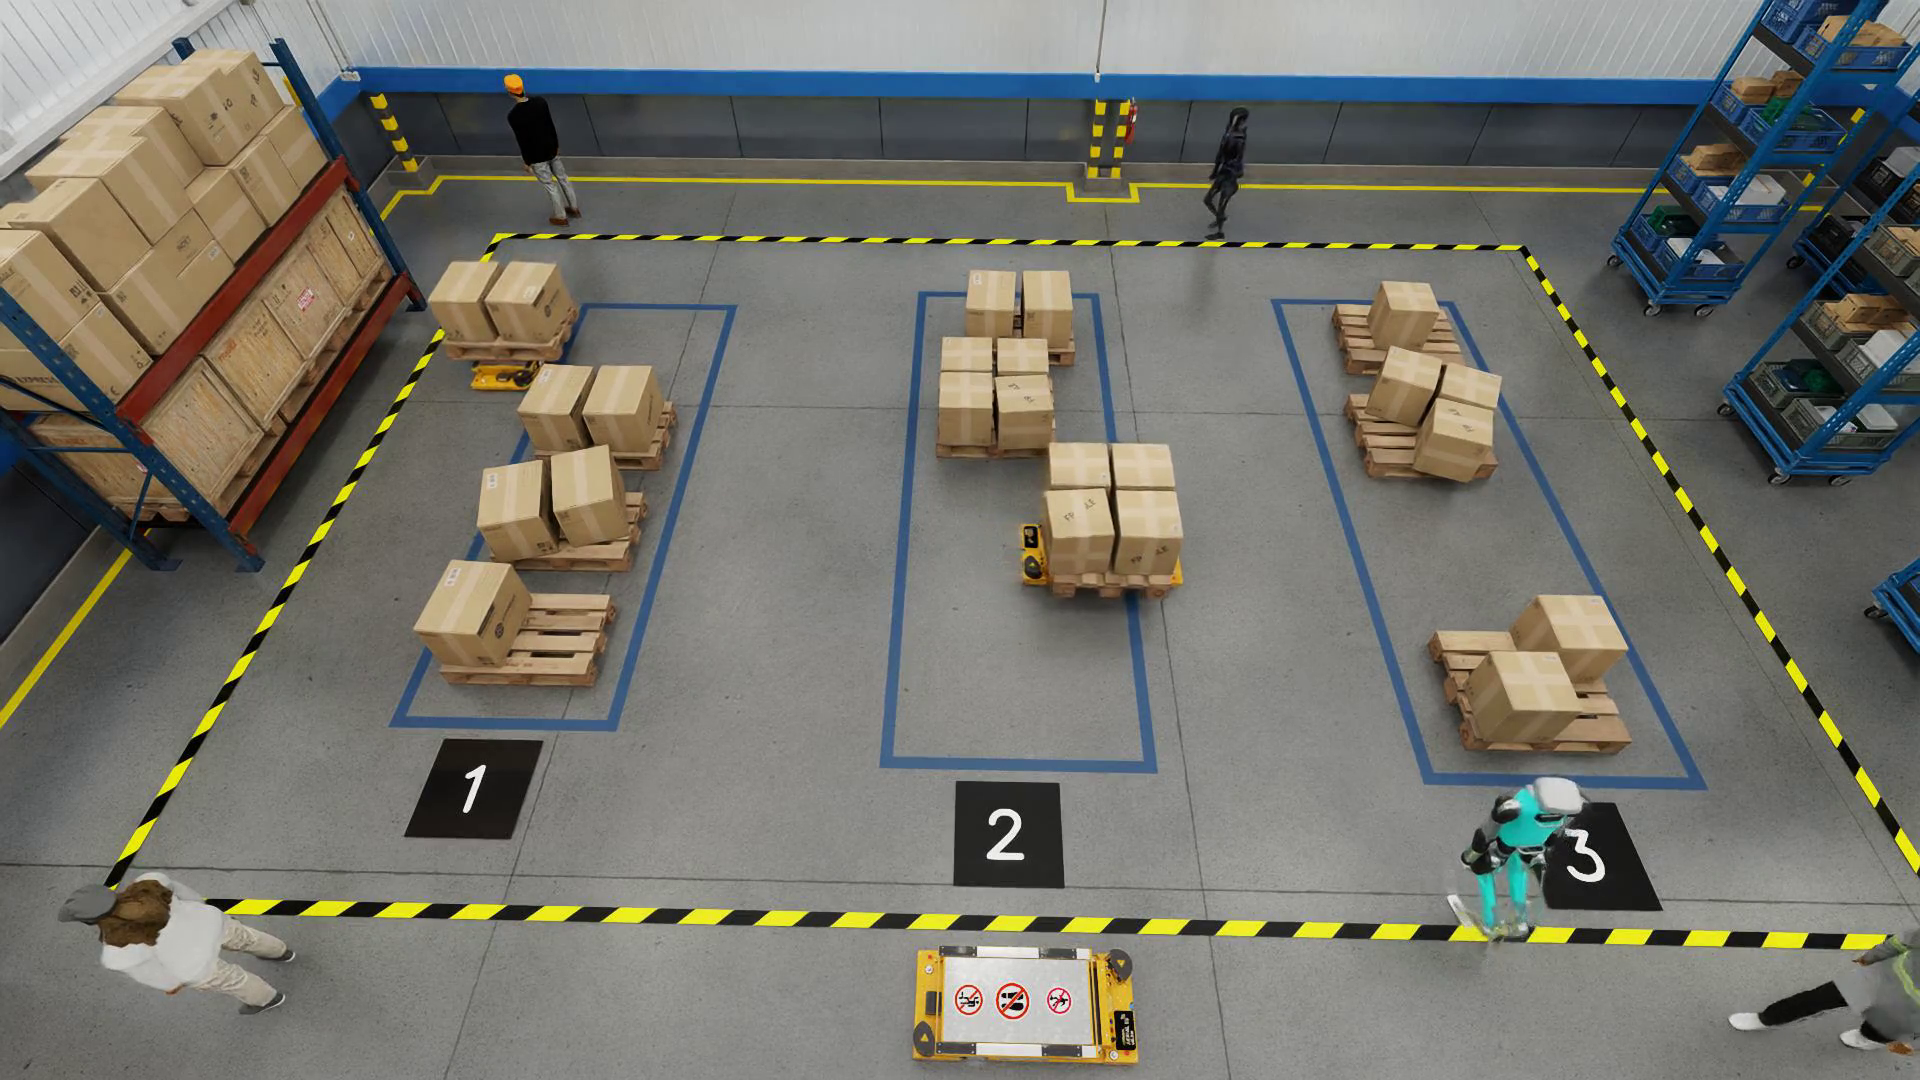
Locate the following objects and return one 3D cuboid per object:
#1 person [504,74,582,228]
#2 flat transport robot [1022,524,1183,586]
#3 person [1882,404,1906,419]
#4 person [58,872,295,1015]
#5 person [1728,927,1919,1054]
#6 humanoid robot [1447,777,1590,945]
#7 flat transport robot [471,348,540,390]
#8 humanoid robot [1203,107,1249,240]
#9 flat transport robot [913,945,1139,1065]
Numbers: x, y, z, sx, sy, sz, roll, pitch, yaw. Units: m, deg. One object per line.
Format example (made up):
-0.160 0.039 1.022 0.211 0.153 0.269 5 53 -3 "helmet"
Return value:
-5.190 -4.797 11.359 0.383 1.878 0.585 23 54 18 "person"
1.291 0.100 8.386 1.431 0.197 0.652 1 51 1 "flat transport robot"
9.836 -2.107 9.155 0.657 1.882 0.960 9 51 8 "person"
-4.644 2.438 5.529 0.396 1.769 0.562 -6 51 -5 "person"
5.517 2.641 5.327 0.852 1.825 0.585 -4 51 -3 "person"
3.488 2.196 5.789 0.563 1.818 0.770 -3 51 -2 "humanoid robot"
-4.931 -2.226 10.282 0.652 0.197 1.431 1 51 1 "flat transport robot"
3.264 -4.445 11.198 0.368 1.655 0.599 -8 51 -6 "humanoid robot"
0.422 3.041 6.007 1.431 0.231 0.659 1 51 1 "flat transport robot"
